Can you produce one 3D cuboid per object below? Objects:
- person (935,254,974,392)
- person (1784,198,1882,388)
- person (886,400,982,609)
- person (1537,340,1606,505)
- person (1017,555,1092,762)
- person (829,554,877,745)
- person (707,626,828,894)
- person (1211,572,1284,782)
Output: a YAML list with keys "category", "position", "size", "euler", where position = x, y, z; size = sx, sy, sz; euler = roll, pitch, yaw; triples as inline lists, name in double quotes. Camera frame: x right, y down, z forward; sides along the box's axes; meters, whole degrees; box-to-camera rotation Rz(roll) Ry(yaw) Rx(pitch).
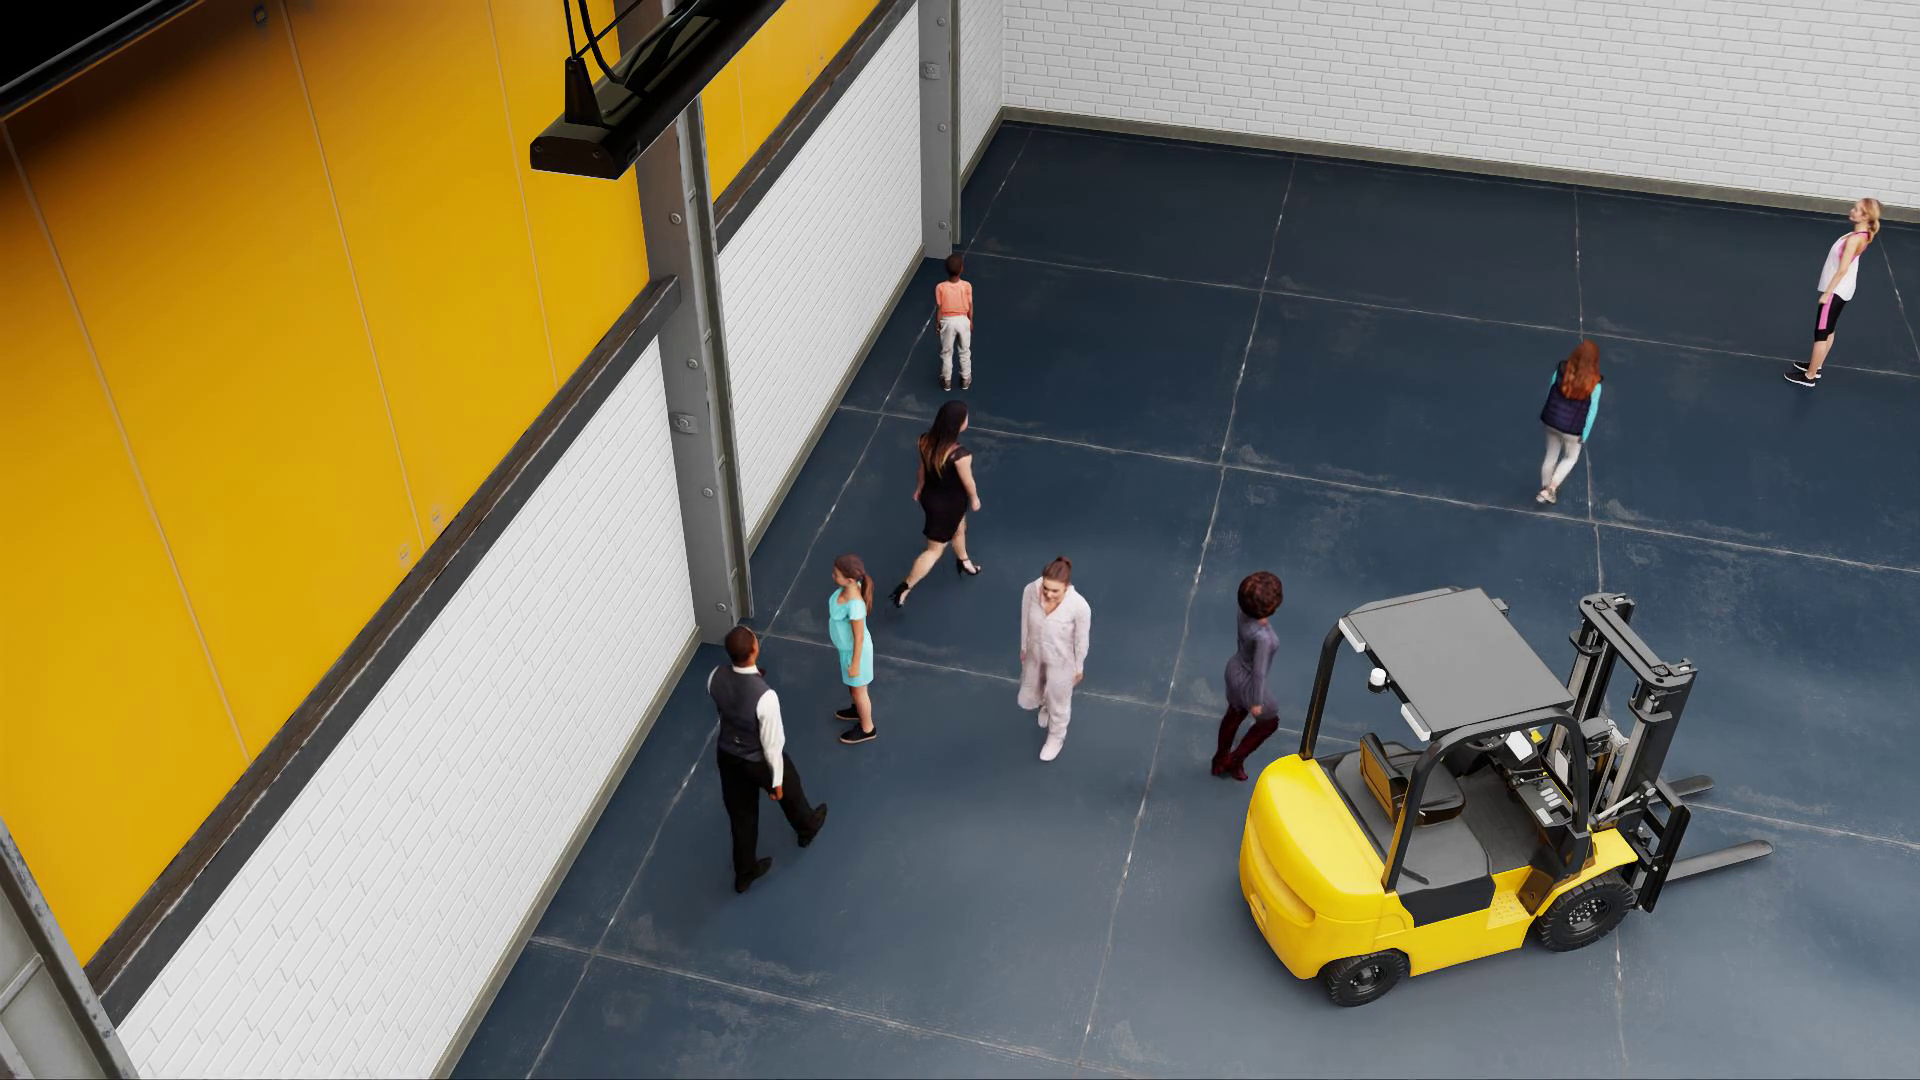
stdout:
- category: "person"
  position: [-0.046, -1.902, 14.552]
  size: [0.548, 1.311, 0.559]
  euler: [-3, 39, -3]
- category: "person"
  position: [7.655, -2.165, 14.500]
  size: [0.746, 1.786, 0.618]
  euler: [31, 48, 32]
- category: "person"
  position: [-0.185, -0.199, 12.137]
  size: [1.178, 1.665, 1.079]
  euler: [-23, 44, -26]
- category: "person"
  position: [4.756, -0.898, 13.150]
  size: [0.680, 1.492, 0.732]
  euler: [28, 47, 31]
- category: "person"
  position: [0.645, 0.719, 10.979]
  size: [0.718, 1.675, 0.770]
  euler: [19, 42, 22]
- category: "person"
  position: [-0.707, 0.711, 11.082]
  size: [0.682, 1.558, 0.575]
  euler: [-5, 39, -7]
- category: "person"
  position: [-1.316, 1.370, 9.998]
  size: [0.854, 1.881, 1.125]
  euler: [21, 43, 24]
- category: "person"
  position: [1.771, 0.932, 10.693]
  size: [0.771, 1.699, 0.664]
  euler: [-7, 39, -8]
